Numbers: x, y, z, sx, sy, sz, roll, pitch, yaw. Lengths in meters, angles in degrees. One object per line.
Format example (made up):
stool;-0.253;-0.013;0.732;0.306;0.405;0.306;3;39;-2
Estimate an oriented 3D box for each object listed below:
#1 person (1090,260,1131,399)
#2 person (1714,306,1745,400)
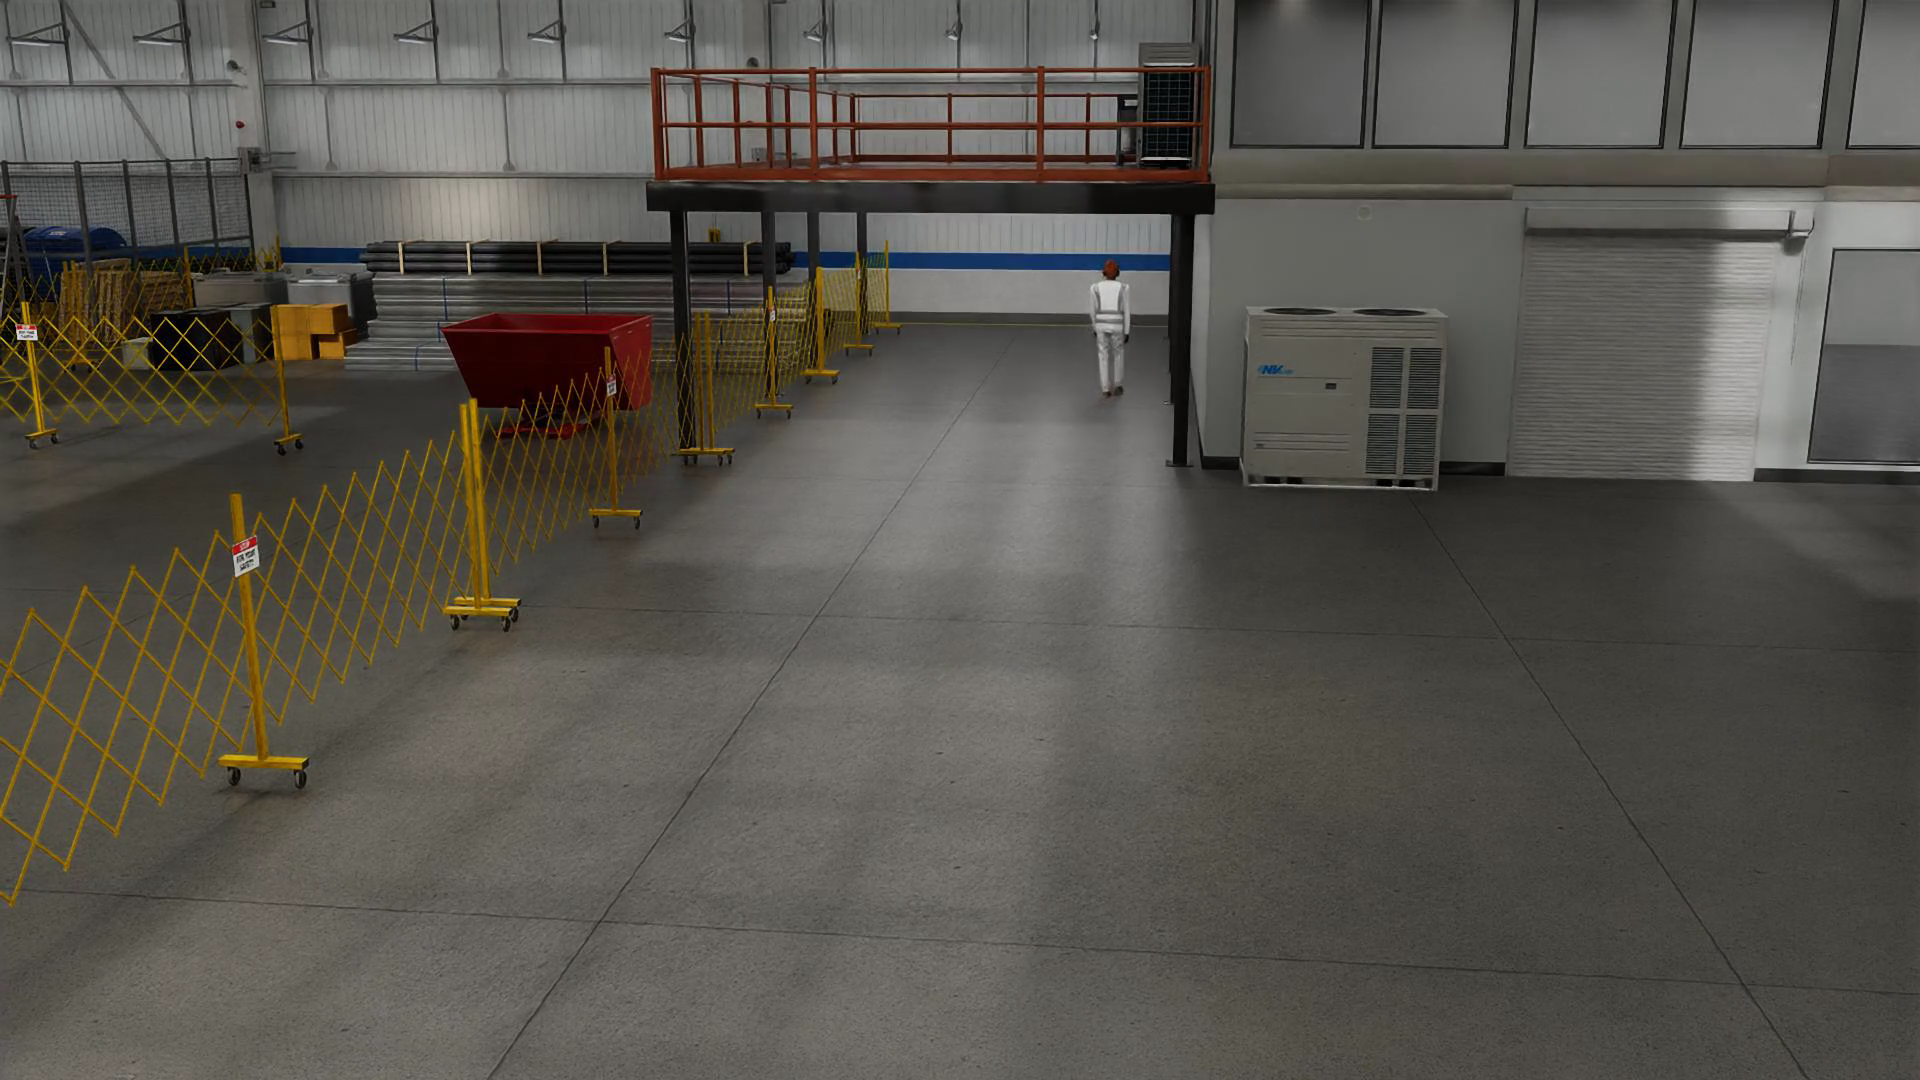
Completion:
person;2.062;-2.889;22.730;0.569;1.849;0.850;3;14;10
person;9.069;-2.200;19.806;0.639;1.902;0.407;-5;15;-21
